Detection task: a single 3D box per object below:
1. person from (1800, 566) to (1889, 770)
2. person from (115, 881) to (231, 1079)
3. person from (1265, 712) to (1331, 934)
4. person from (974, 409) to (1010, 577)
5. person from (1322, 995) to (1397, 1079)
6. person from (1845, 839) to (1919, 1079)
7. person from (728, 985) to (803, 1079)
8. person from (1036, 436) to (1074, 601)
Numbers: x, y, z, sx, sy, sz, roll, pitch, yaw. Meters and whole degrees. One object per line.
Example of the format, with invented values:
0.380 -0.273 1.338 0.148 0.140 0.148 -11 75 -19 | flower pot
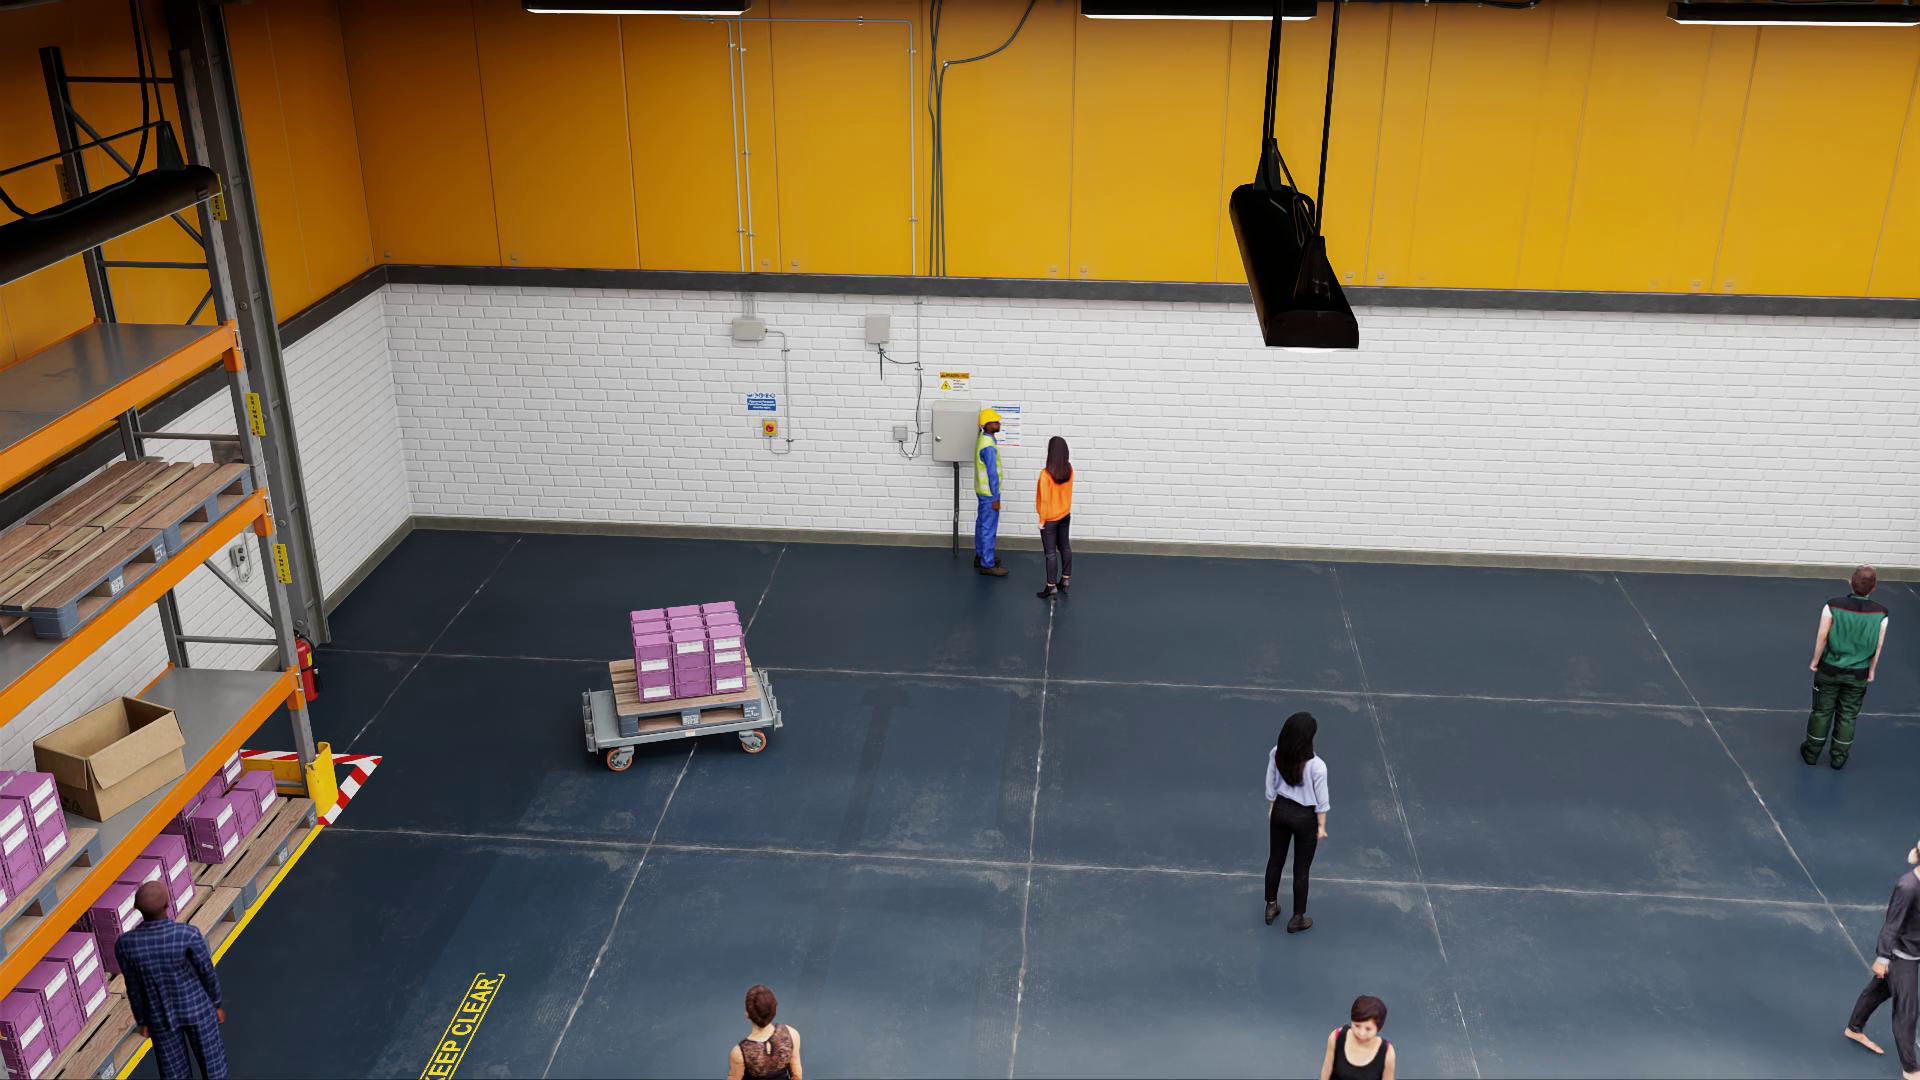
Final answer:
7.387 1.051 13.895 0.713 1.844 0.702 10 25 21 | person
-4.657 2.801 9.923 0.741 1.819 0.730 -7 24 -15 | person
2.379 2.000 11.851 0.734 1.744 0.753 19 30 36 | person
0.300 -0.527 17.545 0.776 1.812 0.597 -3 24 -7 | person
2.245 3.175 9.410 0.639 1.545 0.673 10 26 22 | person
5.942 2.564 10.608 0.956 1.705 1.020 -18 29 -35 | person
-1.030 3.225 9.185 0.983 1.634 1.125 -14 27 -29 | person
0.974 -0.236 16.960 0.767 1.749 0.687 21 31 39 | person
